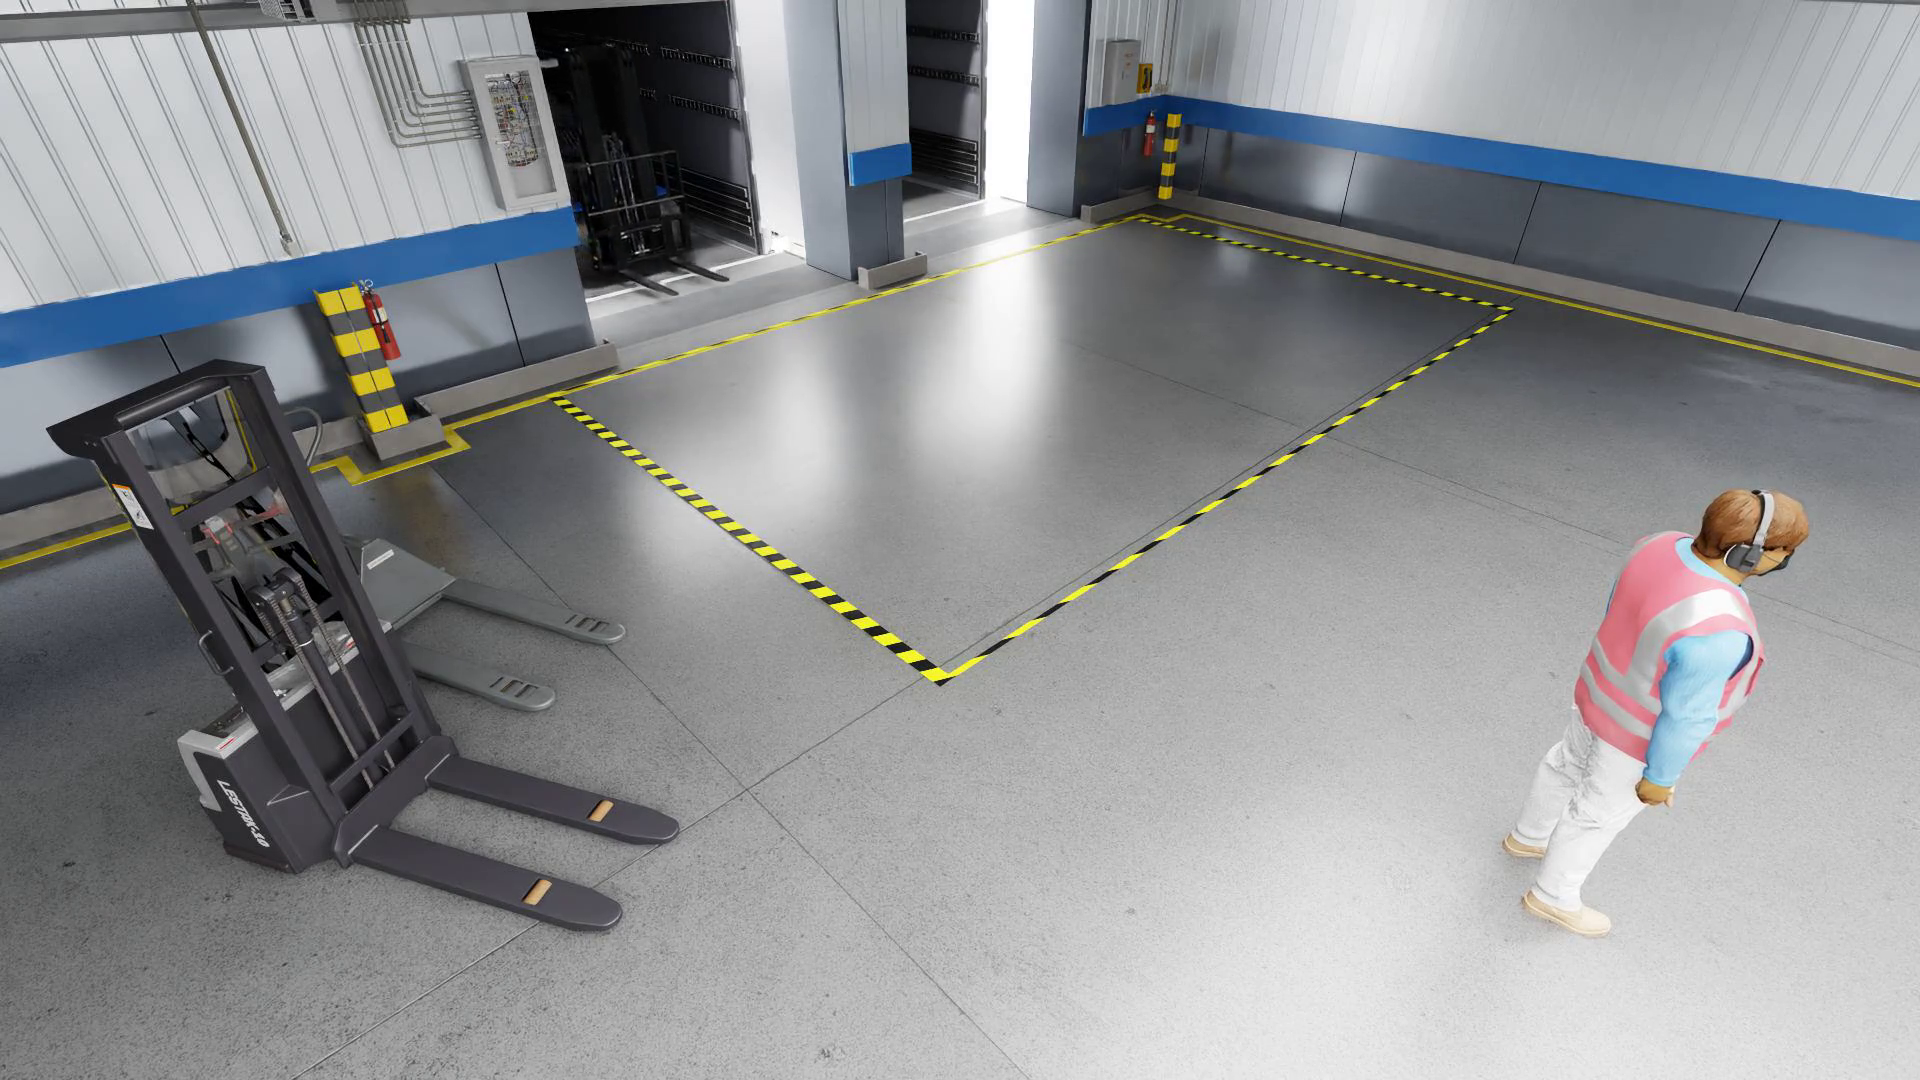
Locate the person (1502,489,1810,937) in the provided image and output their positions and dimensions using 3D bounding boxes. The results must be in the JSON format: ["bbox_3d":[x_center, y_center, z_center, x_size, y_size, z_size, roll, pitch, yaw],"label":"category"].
[{"bbox_3d":[2.367,0.626,3.191,0.429,1.843,0.625,8,35,12],"label":"person"}]

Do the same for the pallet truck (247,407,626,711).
[{"bbox_3d":[-2.628,0.038,4.590,1.601,1.201,0.680,12,36,18],"label":"pallet truck"}]

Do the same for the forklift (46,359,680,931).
[{"bbox_3d":[-2.135,0.422,3.354,1.885,1.965,0.823,10,35,14],"label":"forklift"}]

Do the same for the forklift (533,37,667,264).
[{"bbox_3d":[-4.272,-4.312,9.991,2.680,2.036,1.157,29,44,36],"label":"forklift"}]
